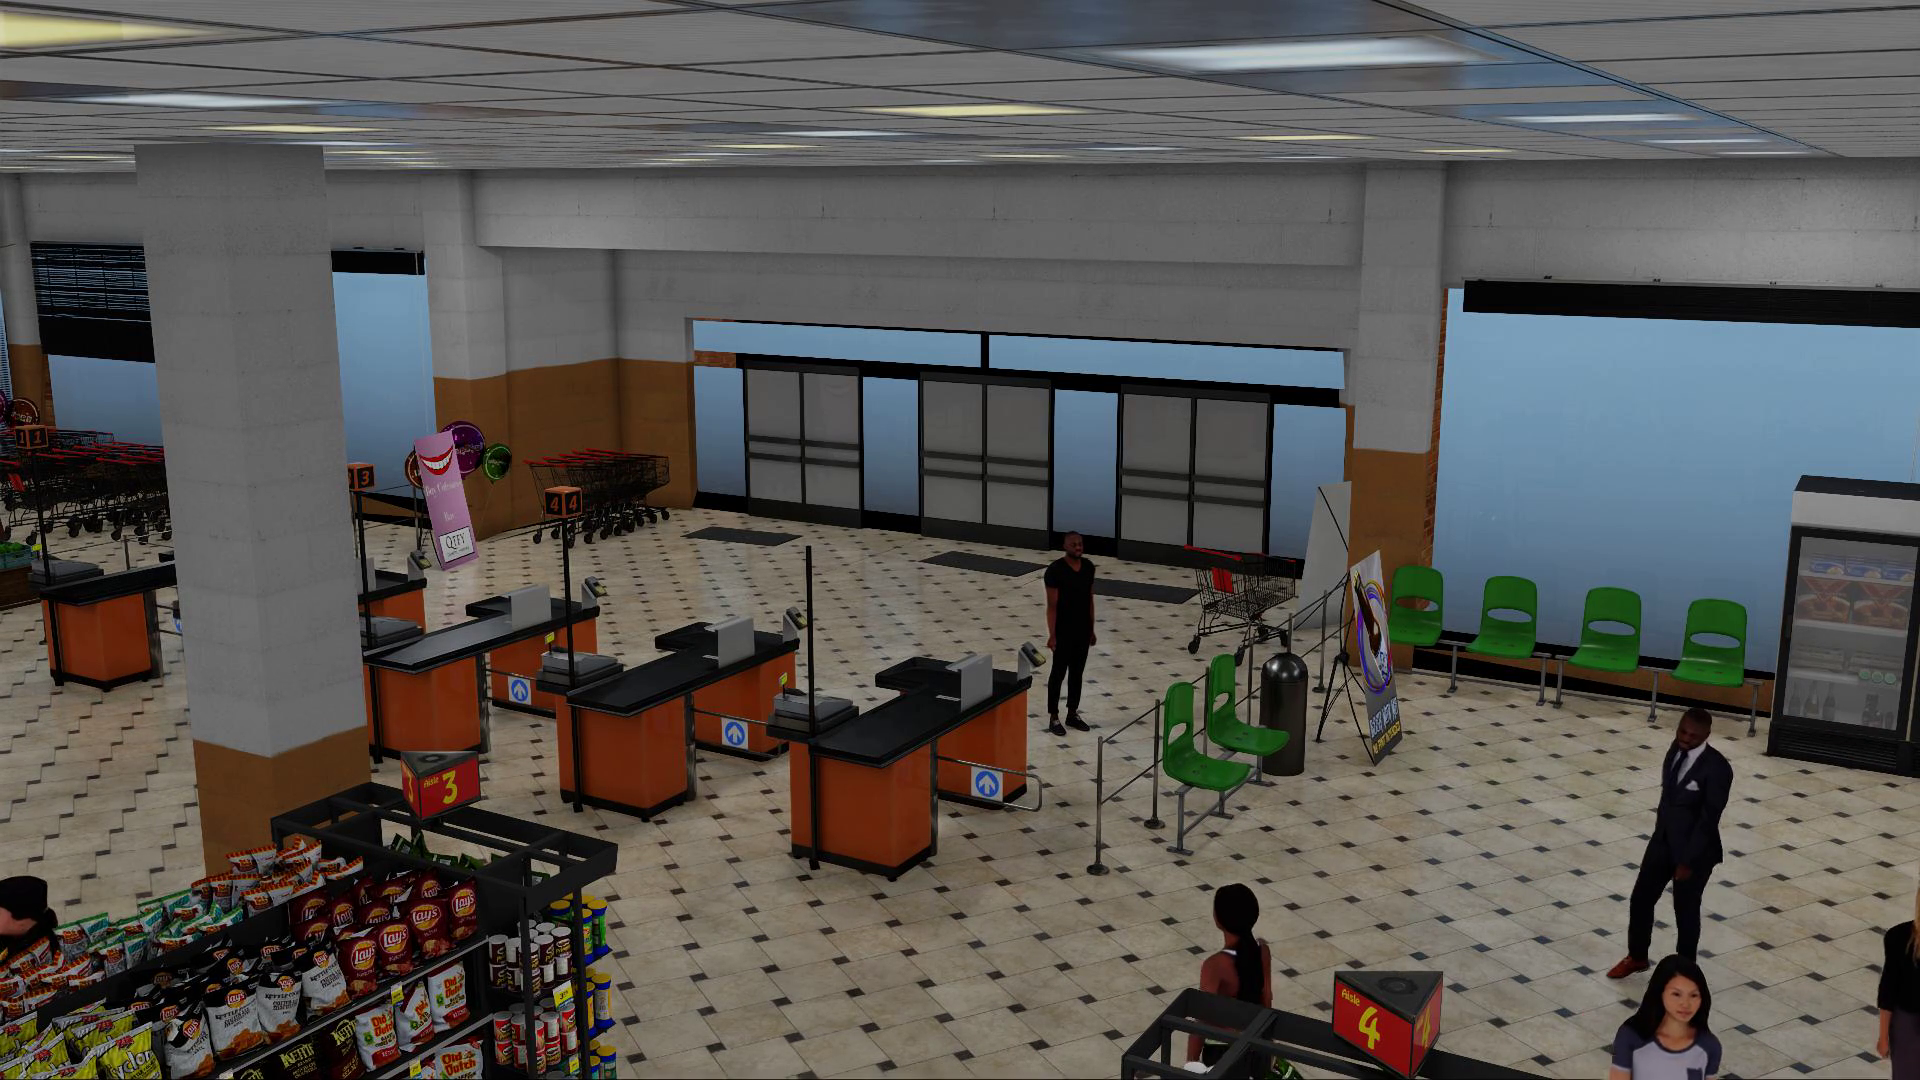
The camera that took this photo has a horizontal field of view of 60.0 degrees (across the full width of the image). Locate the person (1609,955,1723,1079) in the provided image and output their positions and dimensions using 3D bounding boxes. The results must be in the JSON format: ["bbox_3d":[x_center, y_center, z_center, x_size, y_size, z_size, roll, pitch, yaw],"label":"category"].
[{"bbox_3d":[2.888,2.519,6.982,0.861,1.651,1.200,2,12,10],"label":"person"}]

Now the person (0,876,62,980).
[{"bbox_3d":[-4.164,2.368,7.756,1.199,1.627,1.027,-7,14,-32],"label":"person"}]

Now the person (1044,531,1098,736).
[{"bbox_3d":[0.978,0.804,14.720,0.667,1.818,0.802,-7,14,-30],"label":"person"}]

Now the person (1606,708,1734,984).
[{"bbox_3d":[4.360,1.835,9.867,0.961,1.801,0.901,-2,12,-10],"label":"person"}]

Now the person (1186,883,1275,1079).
[{"bbox_3d":[1.265,2.408,7.360,1.163,1.712,0.974,-8,14,-33],"label":"person"}]
